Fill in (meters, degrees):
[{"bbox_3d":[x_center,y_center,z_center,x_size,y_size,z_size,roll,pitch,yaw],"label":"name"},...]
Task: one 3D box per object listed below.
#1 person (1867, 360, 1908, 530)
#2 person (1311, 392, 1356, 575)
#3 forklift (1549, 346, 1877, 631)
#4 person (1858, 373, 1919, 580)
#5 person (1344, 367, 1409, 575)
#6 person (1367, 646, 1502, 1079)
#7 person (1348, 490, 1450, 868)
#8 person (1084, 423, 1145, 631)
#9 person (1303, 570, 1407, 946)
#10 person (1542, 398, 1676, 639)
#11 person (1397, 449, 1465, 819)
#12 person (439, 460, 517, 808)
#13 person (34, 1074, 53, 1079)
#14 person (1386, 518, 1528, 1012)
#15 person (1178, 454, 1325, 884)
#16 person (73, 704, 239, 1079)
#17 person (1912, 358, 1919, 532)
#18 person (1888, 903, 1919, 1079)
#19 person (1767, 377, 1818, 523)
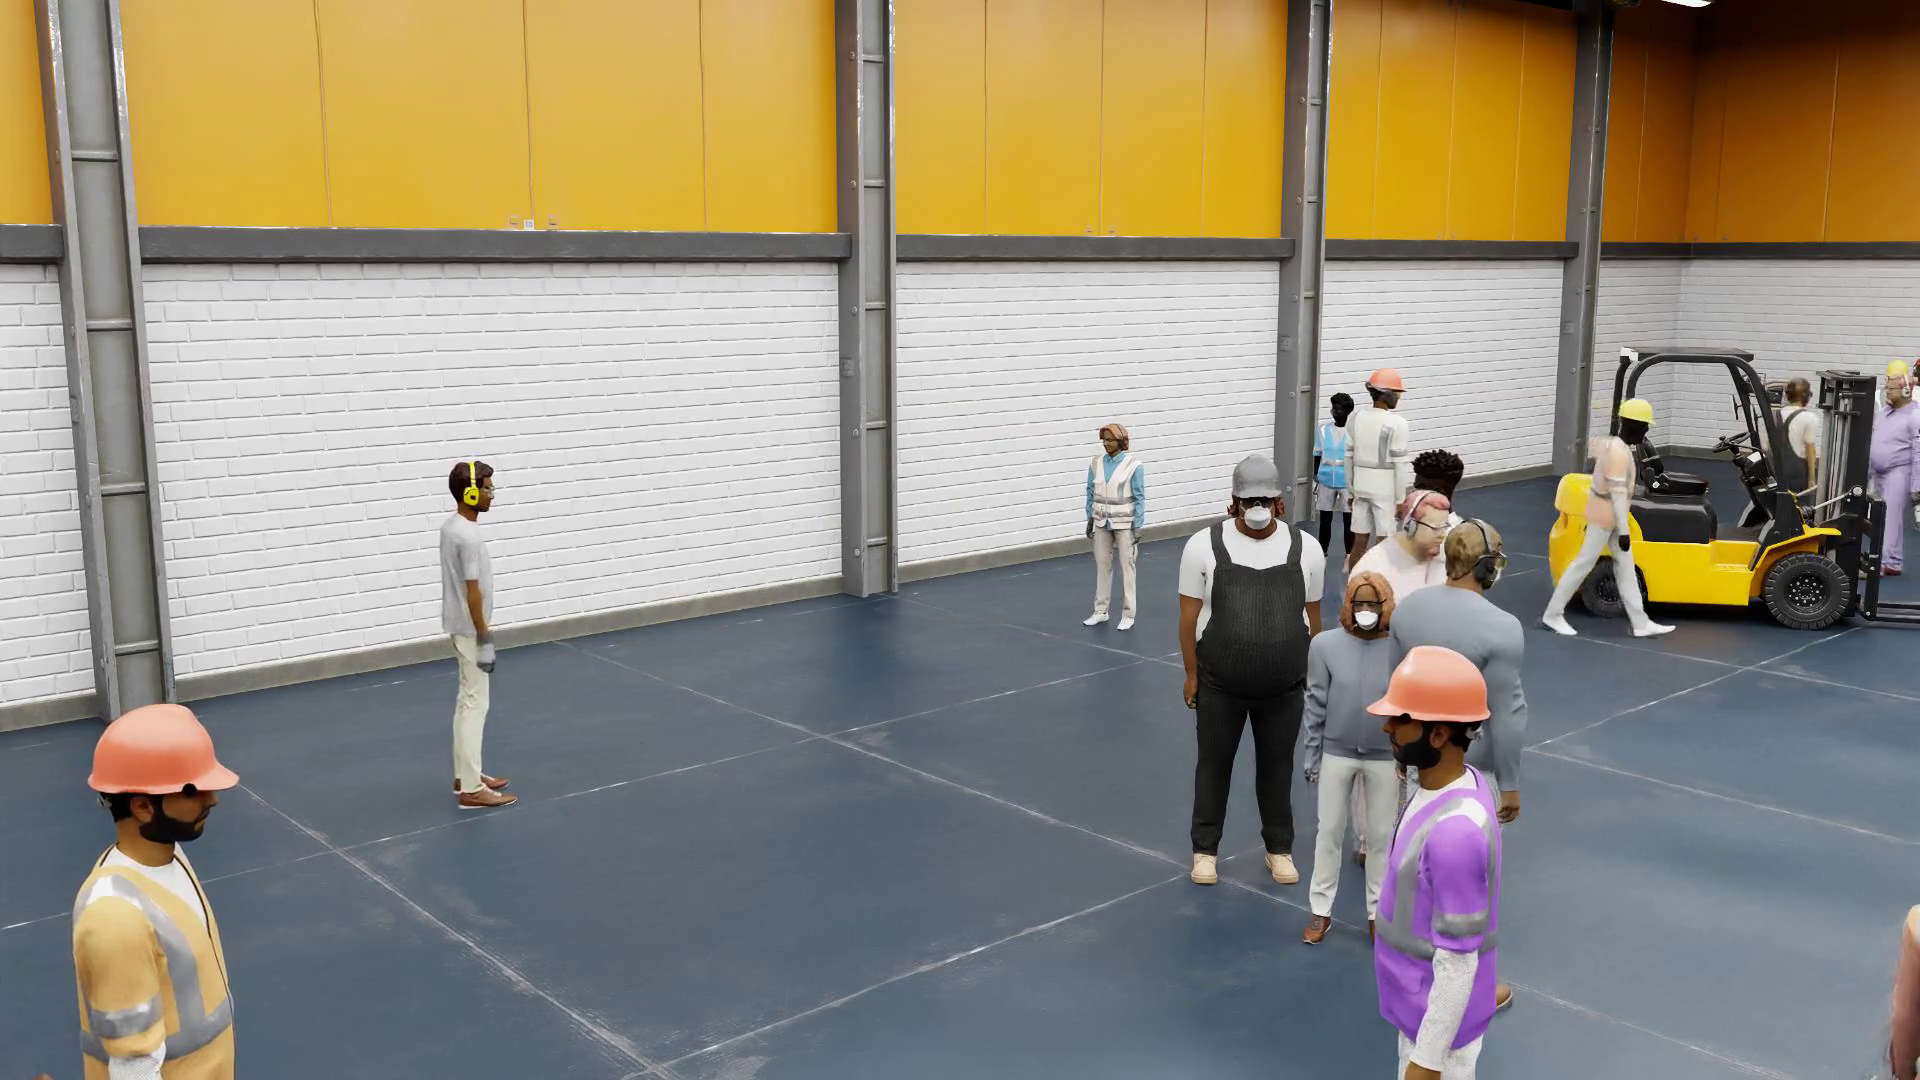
[{"bbox_3d":[10.029,-1.021,17.926,0.590,1.833,0.404,4,11,23],"label":"person"},{"bbox_3d":[3.510,-0.523,15.417,0.529,1.694,0.321,6,11,30],"label":"person"},{"bbox_3d":[6.109,-0.478,13.691,2.313,2.155,1.214,3,10,16],"label":"forklift"},{"bbox_3d":[8.446,-0.571,15.154,0.508,1.906,0.667,0,10,1],"label":"person"},{"bbox_3d":[3.425,-0.389,13.622,0.394,2.040,0.610,-7,12,-35],"label":"person"},{"bbox_3d":[1.236,1.232,4.426,0.358,1.938,0.542,2,10,12],"label":"person"},{"bbox_3d":[2.078,0.682,7.845,0.653,1.880,0.434,-5,11,-28],"label":"person"},{"bbox_3d":[1.221,-0.107,13.140,0.518,1.639,0.312,7,12,37],"label":"person"},{"bbox_3d":[1.709,0.931,7.074,0.499,1.634,0.285,3,10,16],"label":"person"},{"bbox_3d":[5.023,-0.162,12.829,0.994,1.859,0.605,5,11,25],"label":"person"},{"bbox_3d":[2.443,0.508,8.584,0.367,1.965,0.607,3,10,15],"label":"person"},{"bbox_3d":[-2.608,0.500,8.936,0.325,1.861,0.533,-4,11,-24],"label":"person"},{"bbox_3d":[-3.290,1.188,5.054,0.544,1.810,0.992,2,10,13],"label":"person"},{"bbox_3d":[1.936,0.876,6.513,0.354,1.936,0.635,-6,11,-30],"label":"person"},{"bbox_3d":[1.371,0.609,7.772,0.683,2.000,0.537,0,10,0],"label":"person"},{"bbox_3d":[-1.822,1.326,3.882,0.363,1.934,0.552,-3,10,-17],"label":"person"},{"bbox_3d":[10.216,-1.014,17.743,0.575,1.882,0.355,3,10,18],"label":"person"},{"bbox_3d":[2.603,1.437,4.137,0.683,1.612,0.538,-8,13,-40],"label":"person"},{"bbox_3d":[7.696,-0.595,15.444,0.523,1.829,0.532,-4,10,-21],"label":"person"}]
